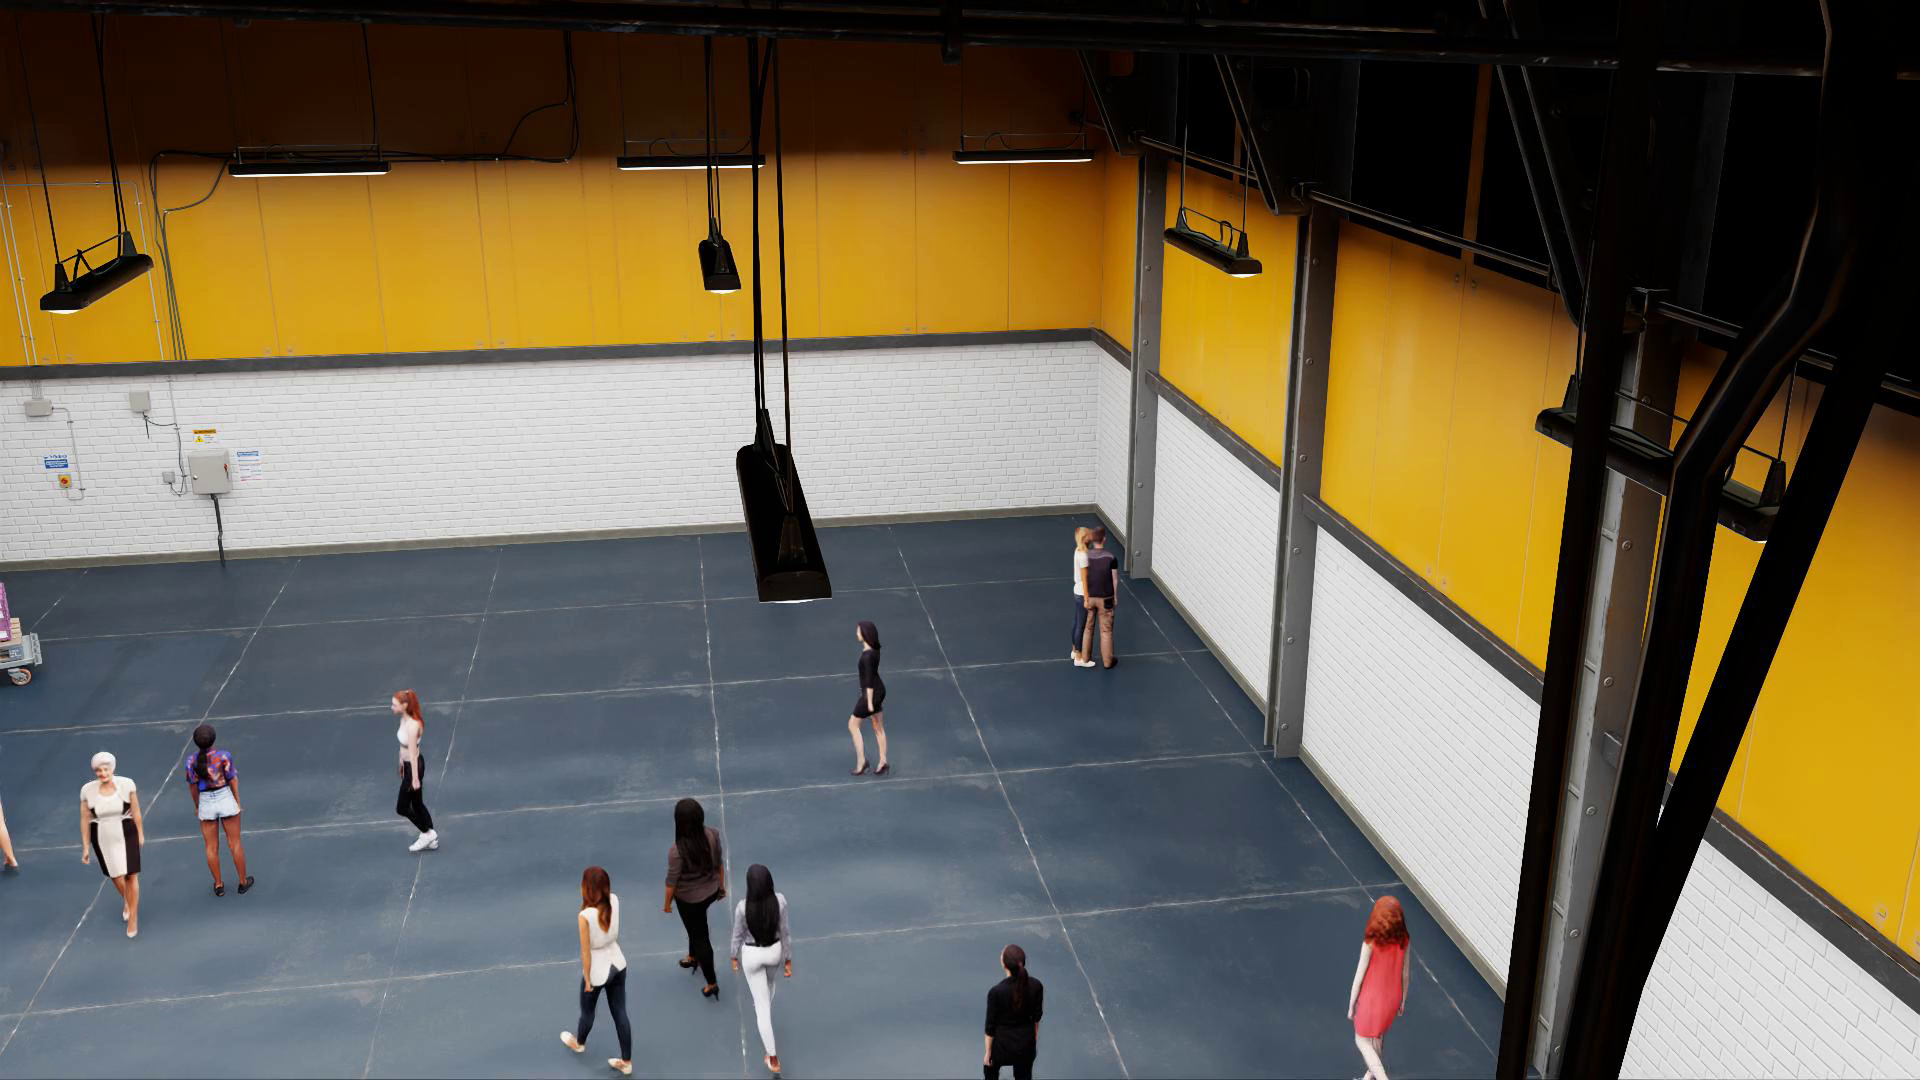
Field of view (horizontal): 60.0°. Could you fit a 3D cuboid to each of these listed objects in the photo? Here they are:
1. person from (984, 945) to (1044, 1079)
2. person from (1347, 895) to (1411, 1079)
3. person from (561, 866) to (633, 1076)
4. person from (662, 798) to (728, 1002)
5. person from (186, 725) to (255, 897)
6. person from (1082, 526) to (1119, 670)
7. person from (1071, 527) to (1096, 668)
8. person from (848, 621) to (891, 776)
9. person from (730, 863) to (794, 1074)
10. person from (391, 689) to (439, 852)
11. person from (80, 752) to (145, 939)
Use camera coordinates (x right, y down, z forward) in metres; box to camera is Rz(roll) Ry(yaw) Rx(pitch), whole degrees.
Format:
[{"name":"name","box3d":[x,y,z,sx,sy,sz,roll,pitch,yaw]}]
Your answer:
[{"name":"person","box3d":[0.408,3.766,12.162,0.685,1.643,0.780,-6,19,-17]},{"name":"person","box3d":[3.195,3.556,12.530,0.734,1.807,1.020,-6,20,-19]},{"name":"person","box3d":[-2.726,3.409,13.041,1.059,1.759,0.962,15,24,37]},{"name":"person","box3d":[-2.143,3.059,13.990,1.048,1.817,0.965,15,24,38]},{"name":"person","box3d":[-7.002,2.531,15.676,0.596,1.742,0.526,-5,19,-13]},{"name":"person","box3d":[1.729,0.715,20.908,0.770,1.844,0.761,6,19,17]},{"name":"person","box3d":[1.537,0.697,21.016,0.667,1.809,0.465,-1,19,-4]},{"name":"person","box3d":[-0.875,1.739,17.963,0.792,1.783,0.721,6,19,17]},{"name":"person","box3d":[-1.538,3.407,13.178,0.768,1.676,1.218,-7,20,-19]},{"name":"person","box3d":[-5.308,2.281,16.434,0.718,1.732,0.596,-8,20,-23]},{"name":"person","box3d":[-7.696,2.709,15.177,0.712,1.723,0.976,-5,19,-15]}]
